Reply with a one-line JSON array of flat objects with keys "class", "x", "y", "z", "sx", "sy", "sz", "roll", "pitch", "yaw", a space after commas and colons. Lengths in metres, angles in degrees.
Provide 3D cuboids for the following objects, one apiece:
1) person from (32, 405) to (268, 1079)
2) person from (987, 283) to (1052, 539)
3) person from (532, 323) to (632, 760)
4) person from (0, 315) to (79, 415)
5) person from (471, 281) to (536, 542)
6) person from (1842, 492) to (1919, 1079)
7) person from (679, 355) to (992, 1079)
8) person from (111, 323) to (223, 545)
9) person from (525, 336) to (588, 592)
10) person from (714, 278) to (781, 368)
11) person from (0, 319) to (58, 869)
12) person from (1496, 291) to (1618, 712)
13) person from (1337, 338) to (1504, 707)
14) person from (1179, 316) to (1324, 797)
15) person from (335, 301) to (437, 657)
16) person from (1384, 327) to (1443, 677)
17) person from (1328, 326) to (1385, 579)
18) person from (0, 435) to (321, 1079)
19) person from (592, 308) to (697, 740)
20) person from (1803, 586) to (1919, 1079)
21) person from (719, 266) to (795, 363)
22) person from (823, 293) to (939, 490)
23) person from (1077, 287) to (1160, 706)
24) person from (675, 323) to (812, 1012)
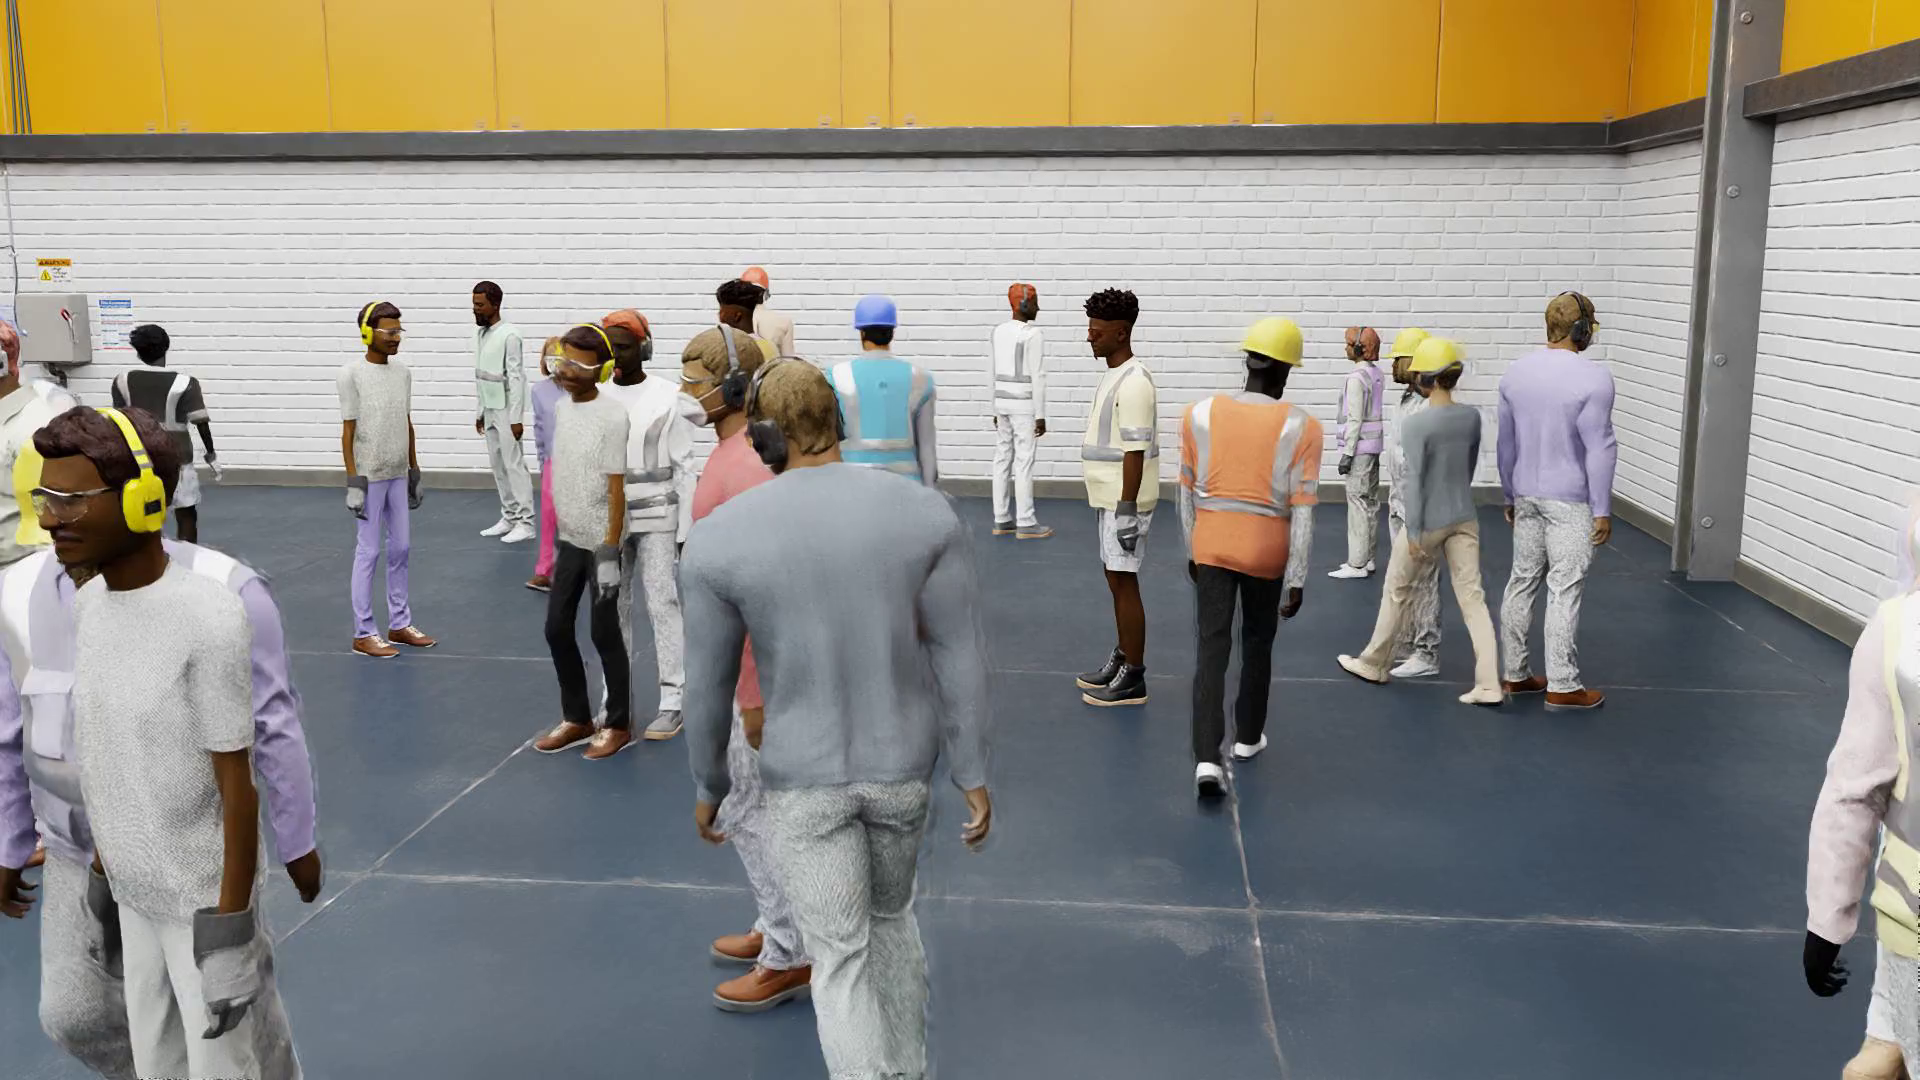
[{"class": "person", "x": -1.453, "y": 0.678, "z": 3.059, "sx": 0.524, "sy": 1.863, "sz": 0.330, "roll": 7, "pitch": 12, "yaw": 34}, {"class": "person", "x": 0.433, "y": -0.954, "z": 12.328, "sx": 0.354, "sy": 1.881, "sz": 0.576, "roll": -8, "pitch": 12, "yaw": -37}, {"class": "person", "x": -1.517, "y": 0.025, "z": 6.862, "sx": 0.558, "sy": 1.835, "sz": 0.451, "roll": 8, "pitch": 13, "yaw": 39}, {"class": "person", "x": -3.781, "y": 0.017, "z": 6.673, "sx": 0.661, "sy": 1.922, "sz": 0.400, "roll": 0, "pitch": 10, "yaw": 2}, {"class": "person", "x": -3.352, "y": -0.938, "z": 12.193, "sx": 0.406, "sy": 1.906, "sz": 0.607, "roll": -8, "pitch": 13, "yaw": -39}, {"class": "person", "x": 2.516, "y": 0.526, "z": 4.013, "sx": 0.446, "sy": 1.837, "sz": 0.644, "roll": -5, "pitch": 11, "yaw": -27}, {"class": "person", "x": -0.281, "y": 0.543, "z": 3.741, "sx": 0.654, "sy": 1.886, "sz": 0.664, "roll": -3, "pitch": 10, "yaw": -16}, {"class": "person", "x": -4.845, "y": -0.473, "z": 10.146, "sx": 0.636, "sy": 1.685, "sz": 0.315, "roll": 0, "pitch": 10, "yaw": 0}, {"class": "person", "x": -2.469, "y": -0.482, "z": 10.460, "sx": 0.514, "sy": 1.584, "sz": 0.848, "roll": 2, "pitch": 10, "yaw": 11}, {"class": "person", "x": -1.236, "y": -0.528, "z": 9.652, "sx": 0.368, "sy": 1.961, "sz": 0.612, "roll": 3, "pitch": 10, "yaw": 14}, {"class": "person", "x": -3.321, "y": 0.177, "z": 5.776, "sx": 0.639, "sy": 1.911, "sz": 0.406, "roll": 7, "pitch": 12, "yaw": 35}, {"class": "person", "x": 2.767, "y": -0.177, "z": 7.718, "sx": 0.365, "sy": 1.939, "sz": 0.636, "roll": -5, "pitch": 11, "yaw": -29}, {"class": "person", "x": 2.246, "y": -0.092, "z": 7.875, "sx": 0.528, "sy": 1.717, "sz": 0.927, "roll": -5, "pitch": 11, "yaw": -27}, {"class": "person", "x": 1.126, "y": 0.054, "z": 6.587, "sx": 0.586, "sy": 1.874, "sz": 0.977, "roll": 3, "pitch": 10, "yaw": 18}, {"class": "person", "x": -3.033, "y": -0.317, "z": 8.753, "sx": 0.325, "sy": 1.862, "sz": 0.511, "roll": 5, "pitch": 11, "yaw": 26}, {"class": "person", "x": 2.256, "y": -0.188, "z": 8.341, "sx": 0.316, "sy": 1.742, "sz": 0.492, "roll": -1, "pitch": 10, "yaw": -6}, {"class": "person", "x": 2.591, "y": -0.564, "z": 10.784, "sx": 0.309, "sy": 1.641, "sz": 0.513, "roll": 5, "pitch": 11, "yaw": 29}, {"class": "person", "x": -1.715, "y": 0.631, "z": 3.527, "sx": 0.670, "sy": 1.783, "sz": 0.482, "roll": -1, "pitch": 10, "yaw": -4}, {"class": "person", "x": -1.422, "y": -0.065, "z": 7.261, "sx": 0.582, "sy": 1.878, "sz": 0.343, "roll": 3, "pitch": 10, "yaw": 18}, {"class": "person", "x": 1.925, "y": 0.710, "z": 3.060, "sx": 0.641, "sy": 1.799, "sz": 0.962, "roll": 8, "pitch": 13, "yaw": 40}, {"class": "person", "x": -1.600, "y": -1.150, "z": 13.126, "sx": 0.613, "sy": 1.995, "sz": 0.391, "roll": -2, "pitch": 10, "yaw": -9}, {"class": "person", "x": -0.389, "y": -0.242, "z": 8.164, "sx": 0.634, "sy": 1.916, "sz": 0.852, "roll": -3, "pitch": 10, "yaw": -19}, {"class": "person", "x": 0.745, "y": -0.200, "z": 7.812, "sx": 0.374, "sy": 1.958, "sz": 0.607, "roll": -1, "pitch": 10, "yaw": -3}, {"class": "person", "x": -0.597, "y": 0.354, "z": 4.732, "sx": 0.382, "sy": 1.927, "sz": 0.640, "roll": -1, "pitch": 10, "yaw": -7}]
